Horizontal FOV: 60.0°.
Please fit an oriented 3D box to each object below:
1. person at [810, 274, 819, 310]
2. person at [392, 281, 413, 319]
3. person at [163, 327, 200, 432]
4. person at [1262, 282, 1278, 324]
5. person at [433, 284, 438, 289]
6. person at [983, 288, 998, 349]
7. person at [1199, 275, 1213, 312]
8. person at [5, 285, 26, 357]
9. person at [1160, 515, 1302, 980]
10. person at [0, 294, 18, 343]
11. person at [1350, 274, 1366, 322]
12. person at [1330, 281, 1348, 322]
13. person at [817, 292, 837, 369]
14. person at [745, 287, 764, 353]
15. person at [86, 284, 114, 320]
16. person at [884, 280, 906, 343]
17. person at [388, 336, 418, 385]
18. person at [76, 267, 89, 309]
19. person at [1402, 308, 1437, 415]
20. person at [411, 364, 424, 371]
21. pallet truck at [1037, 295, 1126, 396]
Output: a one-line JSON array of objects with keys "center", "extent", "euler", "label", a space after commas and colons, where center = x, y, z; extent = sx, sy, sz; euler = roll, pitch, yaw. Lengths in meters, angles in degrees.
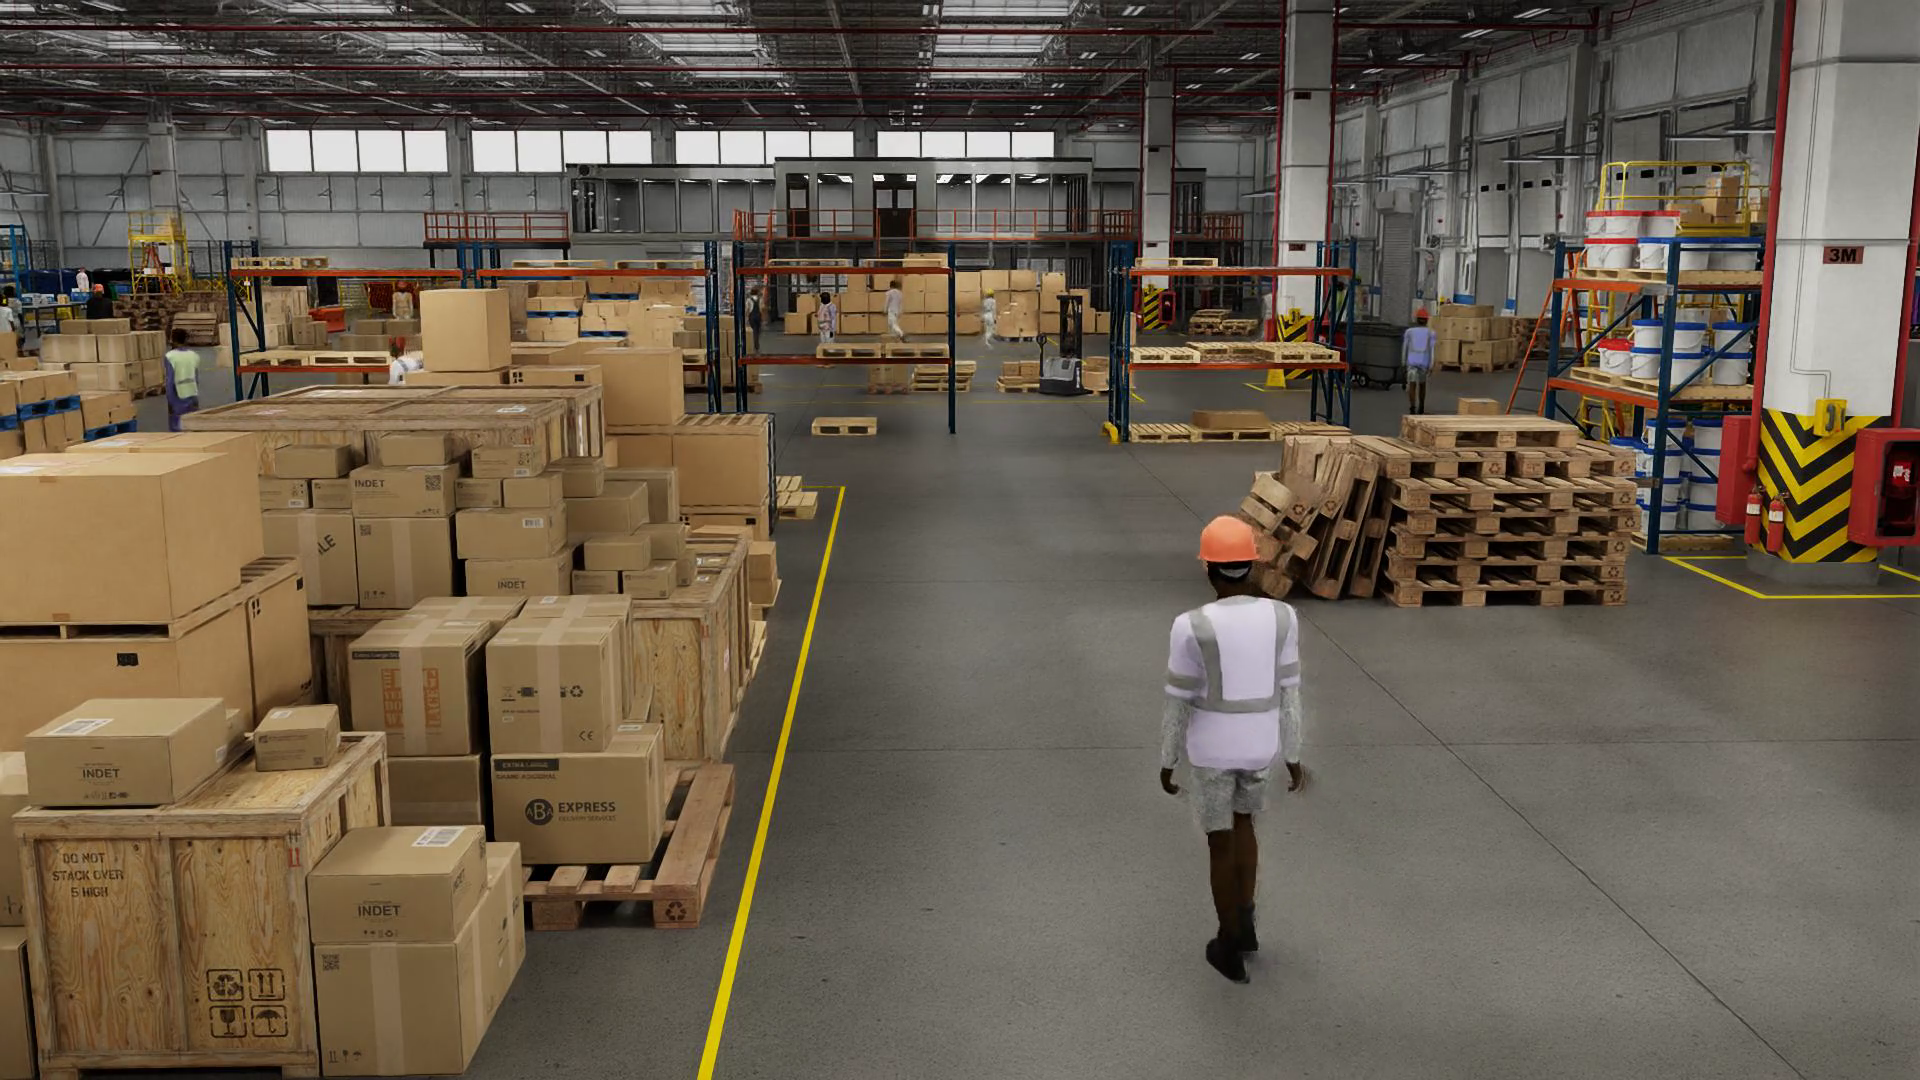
[{"center": [-5.341, -8.788, 60.793], "extent": [0.827, 1.860, 0.593], "euler": [1, 10, 7], "label": "person"}, {"center": [-16.076, -6.512, 48.000], "extent": [0.571, 1.901, 0.887], "euler": [-4, 11, -20], "label": "person"}, {"center": [-10.413, -1.914, 22.422], "extent": [0.608, 1.888, 0.592], "euler": [3, 11, 17], "label": "person"}, {"center": [8.662, -6.121, 45.720], "extent": [0.653, 1.924, 0.648], "euler": [7, 13, 36], "label": "person"}, {"center": [-13.889, -5.914, 44.677], "extent": [0.942, 1.911, 0.552], "euler": [-3, 11, -15], "label": "person"}, {"center": [0.858, -6.255, 47.013], "extent": [0.514, 1.727, 0.362], "euler": [9, 14, 43], "label": "person"}, {"center": [10.566, -10.768, 71.468], "extent": [0.612, 1.986, 0.407], "euler": [3, 11, 19], "label": "person"}, {"center": [-23.609, -5.377, 41.508], "extent": [0.633, 1.951, 0.506], "euler": [0, 10, 3], "label": "person"}, {"center": [1.100, 0.848, 6.920], "extent": [0.586, 1.919, 0.548], "euler": [-3, 11, -15], "label": "person"}, {"center": [-21.447, -4.586, 37.361], "extent": [0.532, 1.864, 0.310], "euler": [1, 10, 3], "label": "person"}, {"center": [14.163, -8.546, 59.314], "extent": [0.595, 1.907, 0.791], "euler": [-1, 10, -8], "label": "person"}, {"center": [11.881, -7.188, 51.986], "extent": [0.626, 1.828, 0.520], "euler": [1, 10, 8], "label": "person"}, {"center": [-3.198, -5.017, 39.846], "extent": [0.429, 1.838, 0.621], "euler": [-7, 12, -33], "label": "person"}, {"center": [-5.615, -5.995, 45.407], "extent": [0.532, 1.794, 0.964], "euler": [-5, 11, -25], "label": "person"}, {"center": [-21.351, -5.364, 41.328], "extent": [0.622, 1.994, 0.381], "euler": [-6, 12, -30], "label": "person"}, {"center": [-1.946, -6.774, 49.427], "extent": [0.813, 1.913, 0.635], "euler": [6, 12, 32], "label": "person"}, {"center": [-7.157, -1.699, 21.372], "extent": [0.984, 1.824, 0.578], "euler": [0, 10, 2], "label": "person"}, {"center": [-39.215, -11.272, 74.475], "extent": [0.641, 1.913, 0.408], "euler": [5, 11, 24], "label": "person"}, {"center": [7.932, -3.056, 28.763], "extent": [0.555, 1.898, 0.972], "euler": [3, 11, 16], "label": "person"}, {"center": [-6.300, -1.488, 19.995], "extent": [0.436, 1.911, 0.586], "euler": [8, 13, 38], "label": "person"}, {"center": [2.483, -3.881, 33.060], "extent": [1.885, 1.965, 0.823], "euler": [-7, 13, -36], "label": "pallet truck"}]
